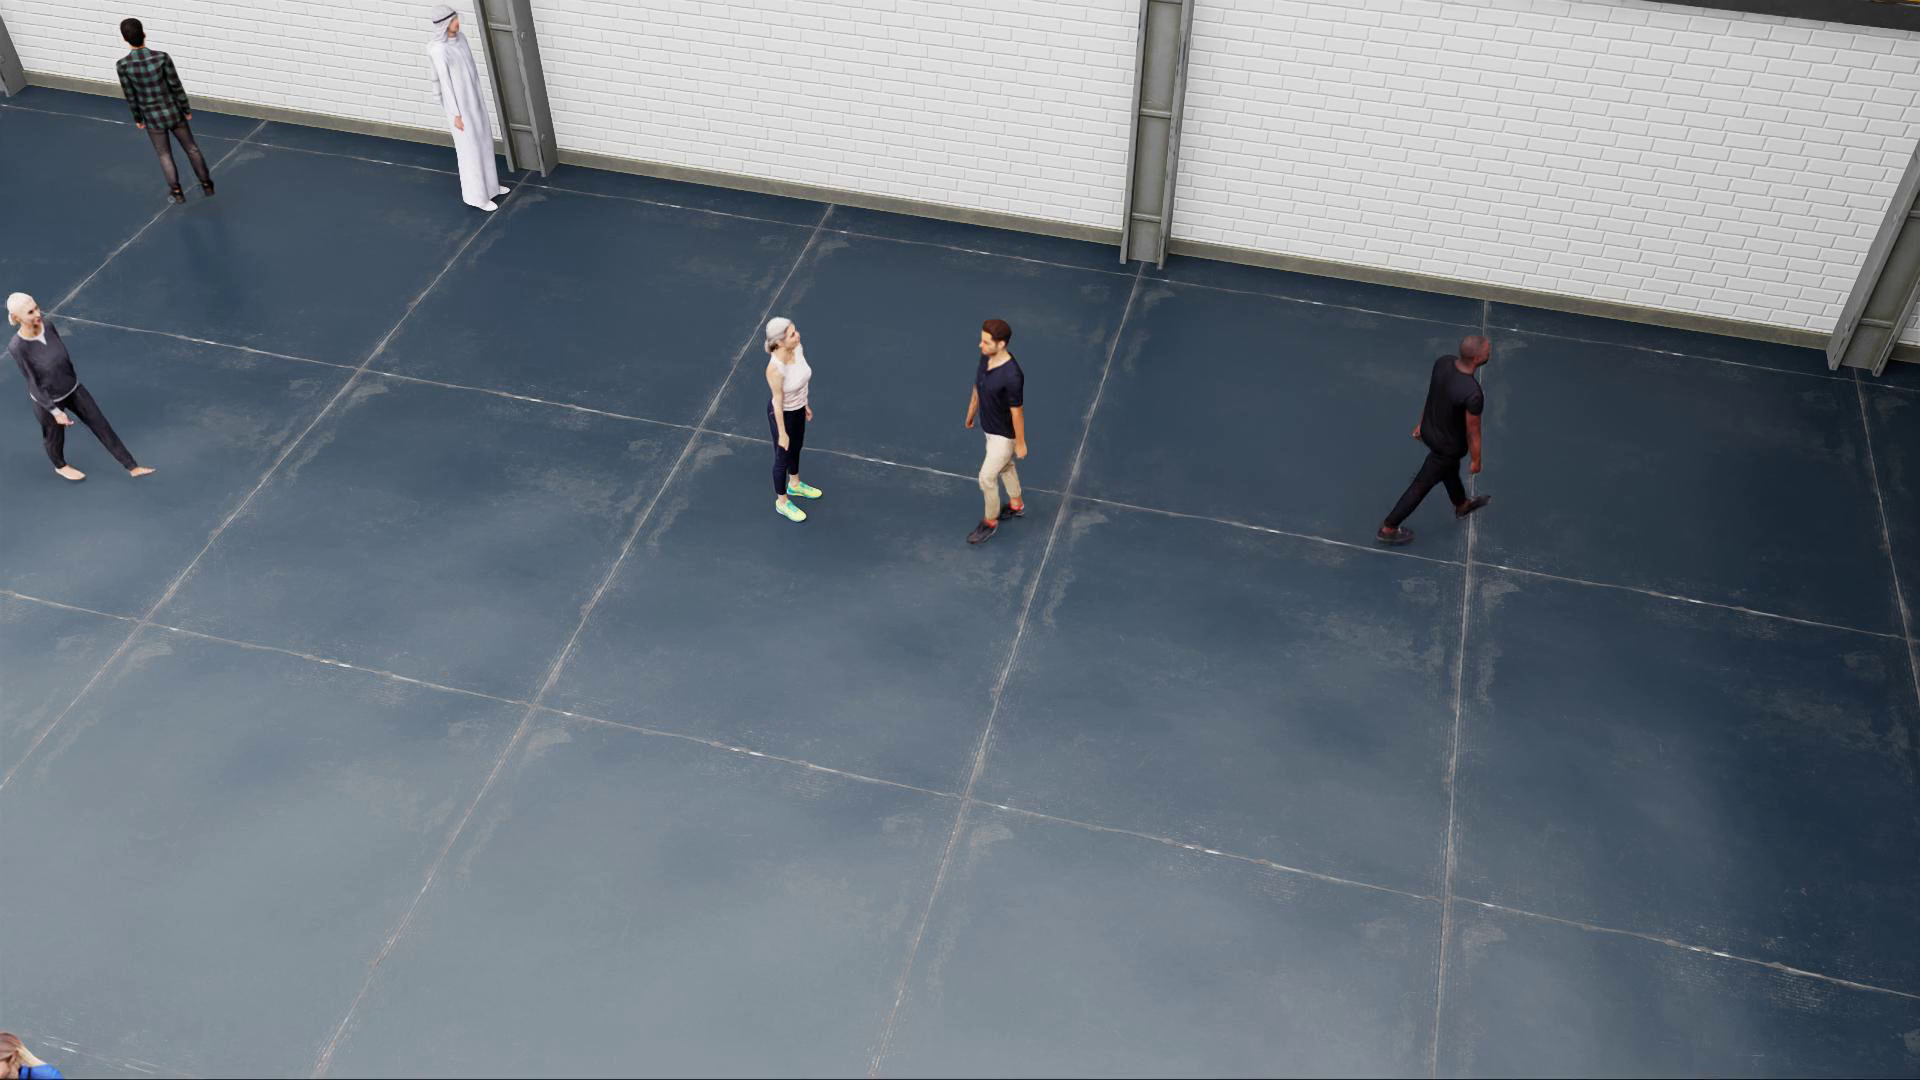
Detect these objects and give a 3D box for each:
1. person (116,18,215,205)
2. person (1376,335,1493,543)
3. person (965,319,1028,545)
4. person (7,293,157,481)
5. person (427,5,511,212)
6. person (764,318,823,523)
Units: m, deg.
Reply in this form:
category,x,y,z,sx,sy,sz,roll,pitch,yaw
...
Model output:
category,x,y,z,sx,sy,sz,roll,pitch,yaw
person,-7.127,-3.838,14.862,0.717,1.708,0.766,-20,47,-19
person,3.328,-0.662,11.736,1.281,1.771,1.062,-10,45,-10
person,0.372,-0.820,11.854,0.970,1.836,0.908,-19,47,-19
person,-6.725,-1.087,12.245,1.090,1.684,0.695,15,46,16
person,-4.490,-3.933,15.057,0.646,1.927,0.687,7,44,8
person,-1.248,-0.907,12.043,0.553,1.702,0.623,15,46,15
